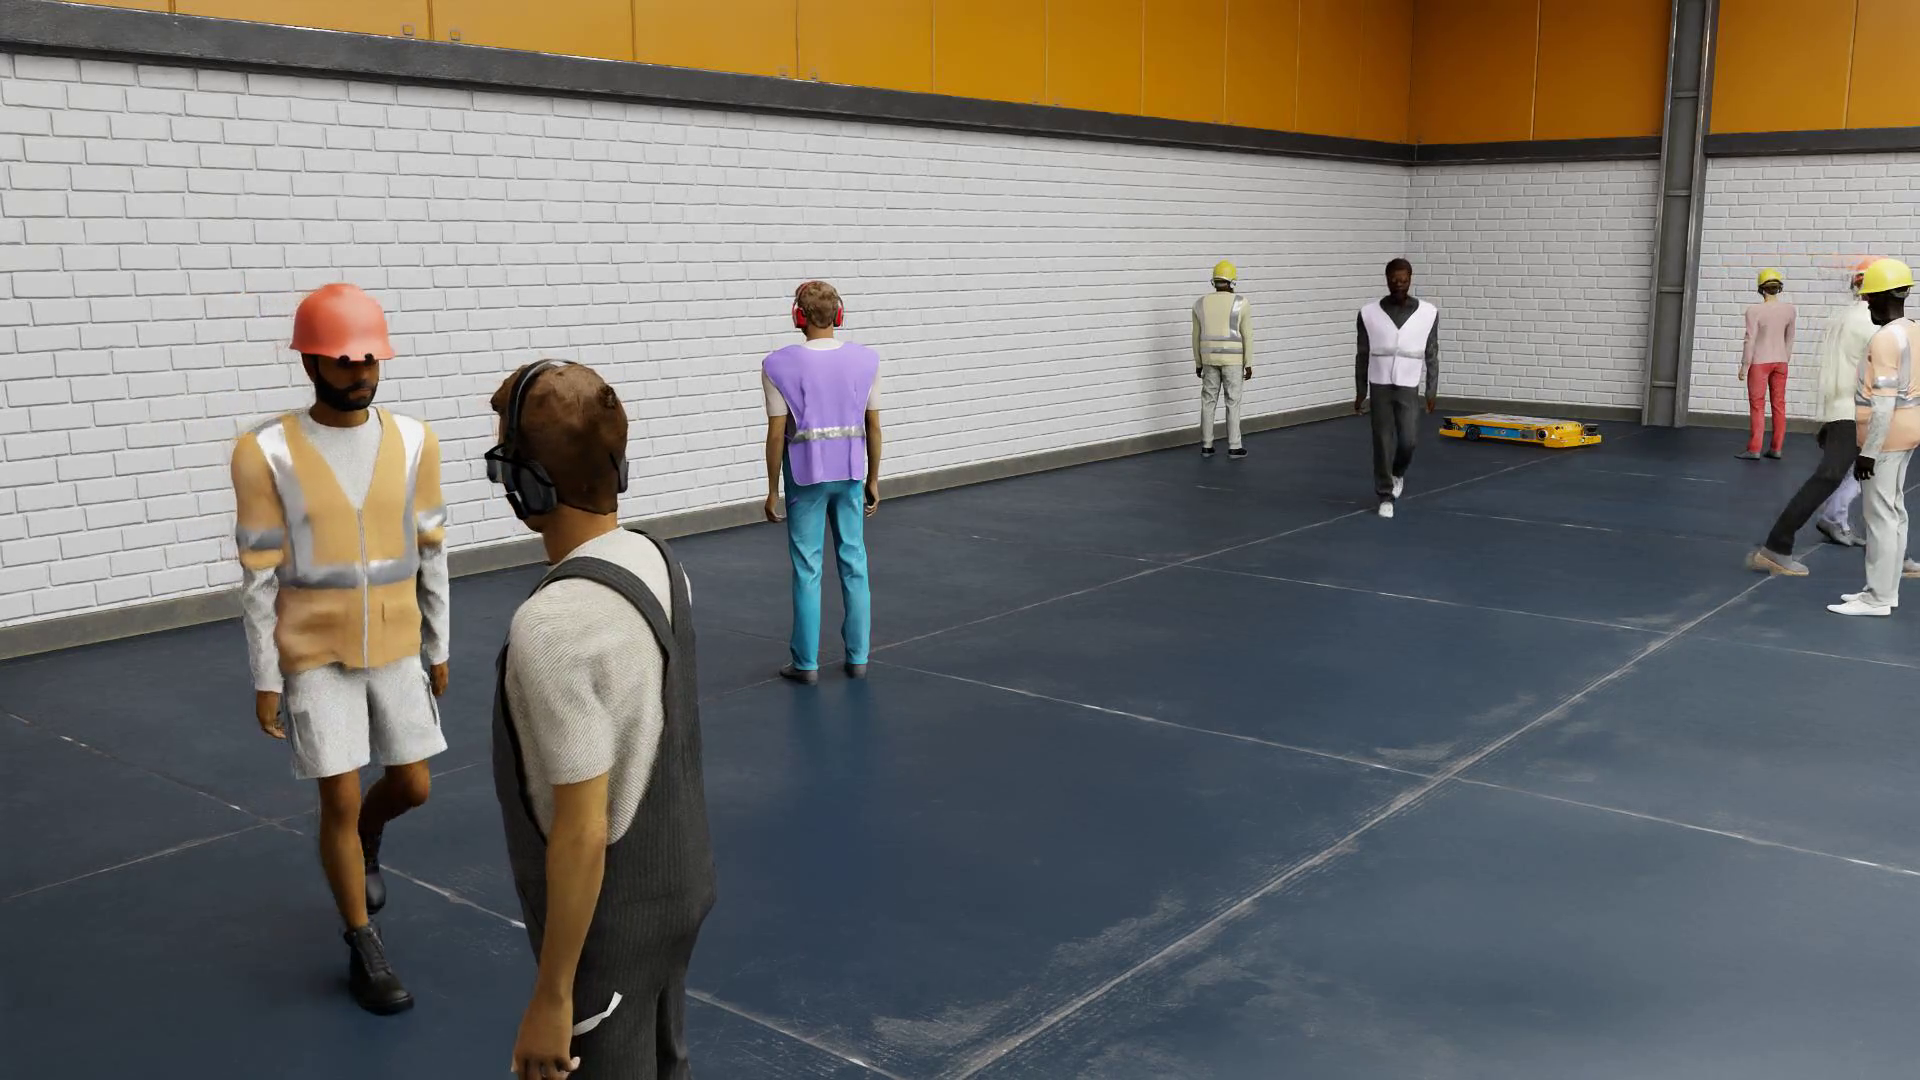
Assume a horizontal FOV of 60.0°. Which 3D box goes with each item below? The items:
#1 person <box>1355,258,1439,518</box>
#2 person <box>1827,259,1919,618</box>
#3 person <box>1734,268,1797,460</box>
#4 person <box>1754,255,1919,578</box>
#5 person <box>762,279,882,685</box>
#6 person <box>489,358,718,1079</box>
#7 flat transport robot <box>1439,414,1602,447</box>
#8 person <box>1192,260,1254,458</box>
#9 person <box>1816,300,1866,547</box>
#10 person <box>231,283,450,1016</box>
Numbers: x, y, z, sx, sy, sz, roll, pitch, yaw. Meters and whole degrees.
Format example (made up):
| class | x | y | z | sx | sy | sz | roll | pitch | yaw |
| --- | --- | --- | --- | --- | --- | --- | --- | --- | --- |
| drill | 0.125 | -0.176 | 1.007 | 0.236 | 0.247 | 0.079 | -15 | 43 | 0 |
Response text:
| class | x | y | z | sx | sy | sz | roll | pitch | yaw |
| --- | --- | --- | --- | --- | --- | --- | --- | --- | --- |
| person | 3.232 | -1.140 | 12.356 | 0.602 | 1.900 | 0.685 | 2 | 10 | 10 |
| person | 4.951 | -0.539 | 8.949 | 0.383 | 1.921 | 0.586 | 9 | 14 | 42 |
| person | 7.420 | -1.611 | 15.332 | 0.523 | 1.763 | 0.329 | -2 | 11 | -13 |
| person | 5.339 | -0.728 | 9.966 | 1.007 | 1.939 | 0.632 | 4 | 11 | 19 |
| person | -0.620 | -0.254 | 7.576 | 0.567 | 1.846 | 0.389 | -5 | 11 | -24 |
| person | -0.574 | 0.632 | 2.680 | 0.345 | 1.842 | 0.505 | 2 | 10 | 8 |
| flat transport robot | 5.606 | -1.110 | 16.683 | 0.652 | 0.197 | 1.431 | -8 | 13 | -38 |
| person | 2.456 | -1.677 | 15.490 | 0.590 | 1.837 | 0.404 | 6 | 12 | 29 |
| person | 5.899 | -0.802 | 10.877 | 0.379 | 1.739 | 0.545 | 9 | 14 | 41 |
| person | -1.664 | 0.268 | 4.488 | 0.551 | 1.919 | 0.653 | -8 | 13 | -38 |
